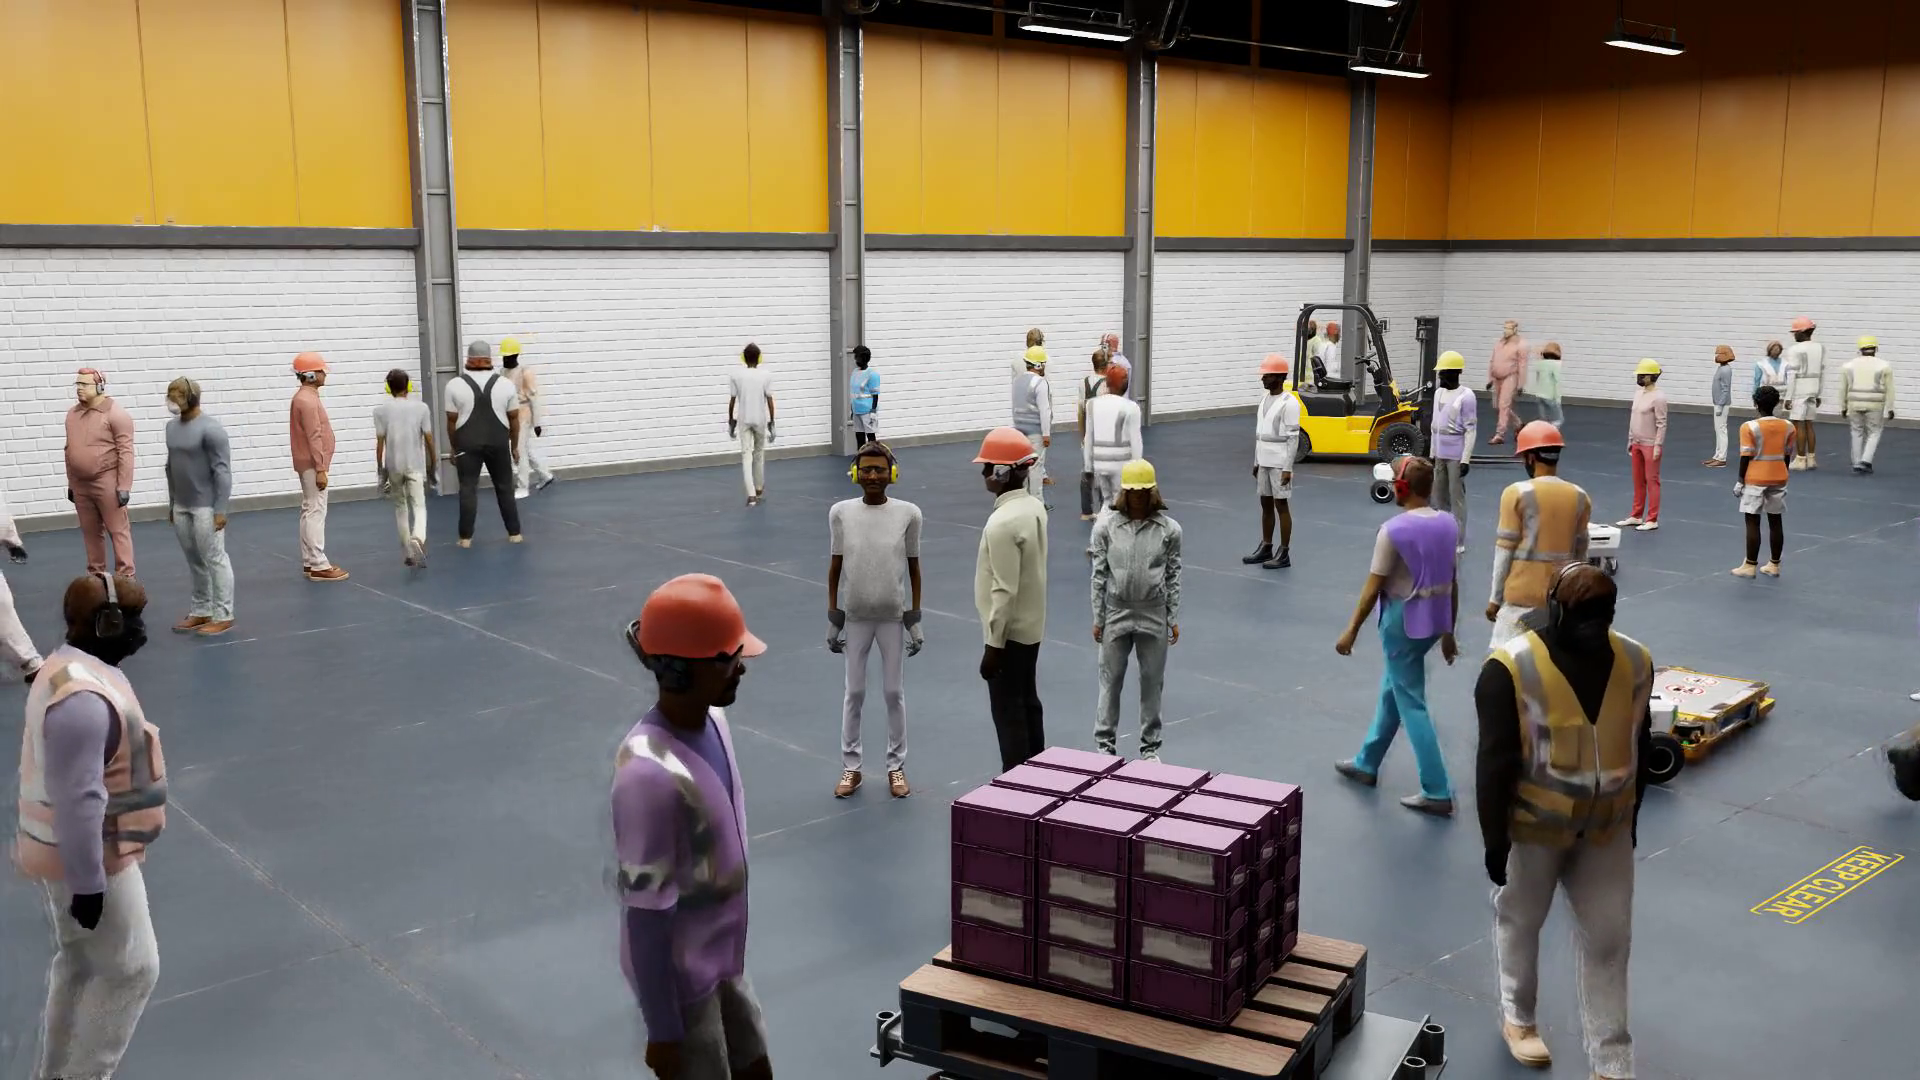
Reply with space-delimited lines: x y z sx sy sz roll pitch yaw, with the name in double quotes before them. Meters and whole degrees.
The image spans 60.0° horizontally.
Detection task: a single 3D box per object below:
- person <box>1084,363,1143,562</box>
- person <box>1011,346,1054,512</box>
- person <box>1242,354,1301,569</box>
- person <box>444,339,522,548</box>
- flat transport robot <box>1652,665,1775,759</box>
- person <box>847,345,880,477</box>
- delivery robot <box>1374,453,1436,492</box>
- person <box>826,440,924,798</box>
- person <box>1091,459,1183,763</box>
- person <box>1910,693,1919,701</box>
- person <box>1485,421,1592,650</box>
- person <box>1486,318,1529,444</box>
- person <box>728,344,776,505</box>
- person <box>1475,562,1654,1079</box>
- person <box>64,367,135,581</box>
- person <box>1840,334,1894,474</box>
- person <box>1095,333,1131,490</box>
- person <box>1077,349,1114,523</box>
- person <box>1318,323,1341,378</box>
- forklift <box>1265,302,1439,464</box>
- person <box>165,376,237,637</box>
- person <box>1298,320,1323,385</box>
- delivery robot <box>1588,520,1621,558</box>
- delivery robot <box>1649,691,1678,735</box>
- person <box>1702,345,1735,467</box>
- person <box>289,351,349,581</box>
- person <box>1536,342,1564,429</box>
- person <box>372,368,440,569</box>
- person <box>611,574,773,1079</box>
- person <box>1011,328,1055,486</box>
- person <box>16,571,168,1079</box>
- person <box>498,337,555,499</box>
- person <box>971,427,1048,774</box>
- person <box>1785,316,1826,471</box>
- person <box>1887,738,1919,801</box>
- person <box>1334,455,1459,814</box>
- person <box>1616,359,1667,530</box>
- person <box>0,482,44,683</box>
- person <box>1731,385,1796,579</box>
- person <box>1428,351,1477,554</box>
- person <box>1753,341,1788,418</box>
"person" 1.386 -0.637 14.791 0.584 1.870 0.416 9 13 42
"person" 0.817 -1.226 18.375 0.404 1.829 0.600 -6 12 -33
"person" 2.825 -0.709 15.031 0.361 1.939 0.542 -4 11 -24
"person" -4.661 -0.960 16.207 0.689 2.000 0.535 -4 10 -21
"flat transport robot" 4.291 0.999 9.907 0.652 0.197 1.431 9 13 42
"person" -1.219 -1.625 21.116 0.320 1.693 0.531 -8 13 -39
"delivery robot" 5.110 -0.747 19.028 0.707 0.478 0.477 4 10 20
"person" -0.443 0.415 8.653 0.515 1.872 0.328 0 10 0
"person" 0.951 0.426 8.960 0.488 1.743 0.317 0 10 2
"person" 6.140 0.256 10.306 0.322 1.630 0.515 2 10 9
"person" 3.171 0.312 9.138 0.674 1.909 0.548 -3 10 -18
"person" 8.251 -2.387 24.997 0.762 1.886 0.648 -4 11 -23
"person" -2.387 -1.332 19.050 0.545 1.813 0.968 -1 10 -6
"person" 2.041 0.982 5.515 0.646 1.803 0.872 -1 10 -4
"person" -7.089 -0.461 13.662 0.641 1.913 0.407 3 10 17
"person" 11.651 -1.731 21.363 0.641 1.815 0.464 9 13 42
"person" 1.830 -1.545 20.095 0.414 1.894 0.658 6 11 31
"person" 1.468 -1.080 17.490 0.514 1.840 0.328 9 13 42
"person" 5.436 -2.313 24.759 0.941 1.842 0.567 -1 10 -8
"forklift" 5.320 -2.157 22.763 2.313 2.155 1.214 3 10 16
"person" -5.661 -0.252 12.361 0.635 1.937 0.352 6 11 31
"person" 5.353 -2.453 25.542 0.430 1.840 0.625 -2 10 -10
"delivery robot" 5.453 -0.005 14.684 0.707 0.478 0.477 -2 10 -12
"delivery robot" 3.514 0.951 9.086 0.707 0.478 0.477 1 10 6
"person" 10.181 -1.794 22.282 0.285 1.633 0.497 3 10 18
"person" -5.615 -0.644 14.482 0.375 1.997 0.608 -6 11 -30
"person" 8.278 -1.969 23.341 0.356 1.608 0.572 -3 10 -17
"person" -4.943 -0.616 14.853 0.541 1.828 0.805 -3 10 -16
"person" -0.721 1.080 4.288 0.554 2.033 0.624 1 10 6
"person" 0.904 -1.628 20.428 0.629 1.937 0.373 9 13 43
"person" -2.804 1.011 5.363 0.484 1.816 0.649 -6 11 -31
"person" -5.061 -1.440 19.471 0.608 1.891 0.762 9 13 43
"person" 0.236 0.442 8.128 0.388 1.992 0.625 3 10 19
"person" 11.113 -1.924 21.906 0.634 2.028 0.516 -5 11 -27
"person" 5.112 0.478 8.272 0.726 1.897 0.560 8 13 39
"person" 2.260 0.463 8.548 0.571 1.807 0.844 -8 13 -40
"person" 7.052 -0.981 17.130 0.327 1.769 0.525 -2 10 -9
"person" -6.440 0.049 10.888 1.015 1.851 0.659 -2 10 -14
"person" 7.018 -0.503 14.539 0.535 1.694 0.321 -2 10 -12
"person" 4.625 -0.821 15.723 0.384 1.928 0.589 -3 10 -18
"person" 11.659 -2.062 23.914 0.512 1.612 0.789 1 10 4
